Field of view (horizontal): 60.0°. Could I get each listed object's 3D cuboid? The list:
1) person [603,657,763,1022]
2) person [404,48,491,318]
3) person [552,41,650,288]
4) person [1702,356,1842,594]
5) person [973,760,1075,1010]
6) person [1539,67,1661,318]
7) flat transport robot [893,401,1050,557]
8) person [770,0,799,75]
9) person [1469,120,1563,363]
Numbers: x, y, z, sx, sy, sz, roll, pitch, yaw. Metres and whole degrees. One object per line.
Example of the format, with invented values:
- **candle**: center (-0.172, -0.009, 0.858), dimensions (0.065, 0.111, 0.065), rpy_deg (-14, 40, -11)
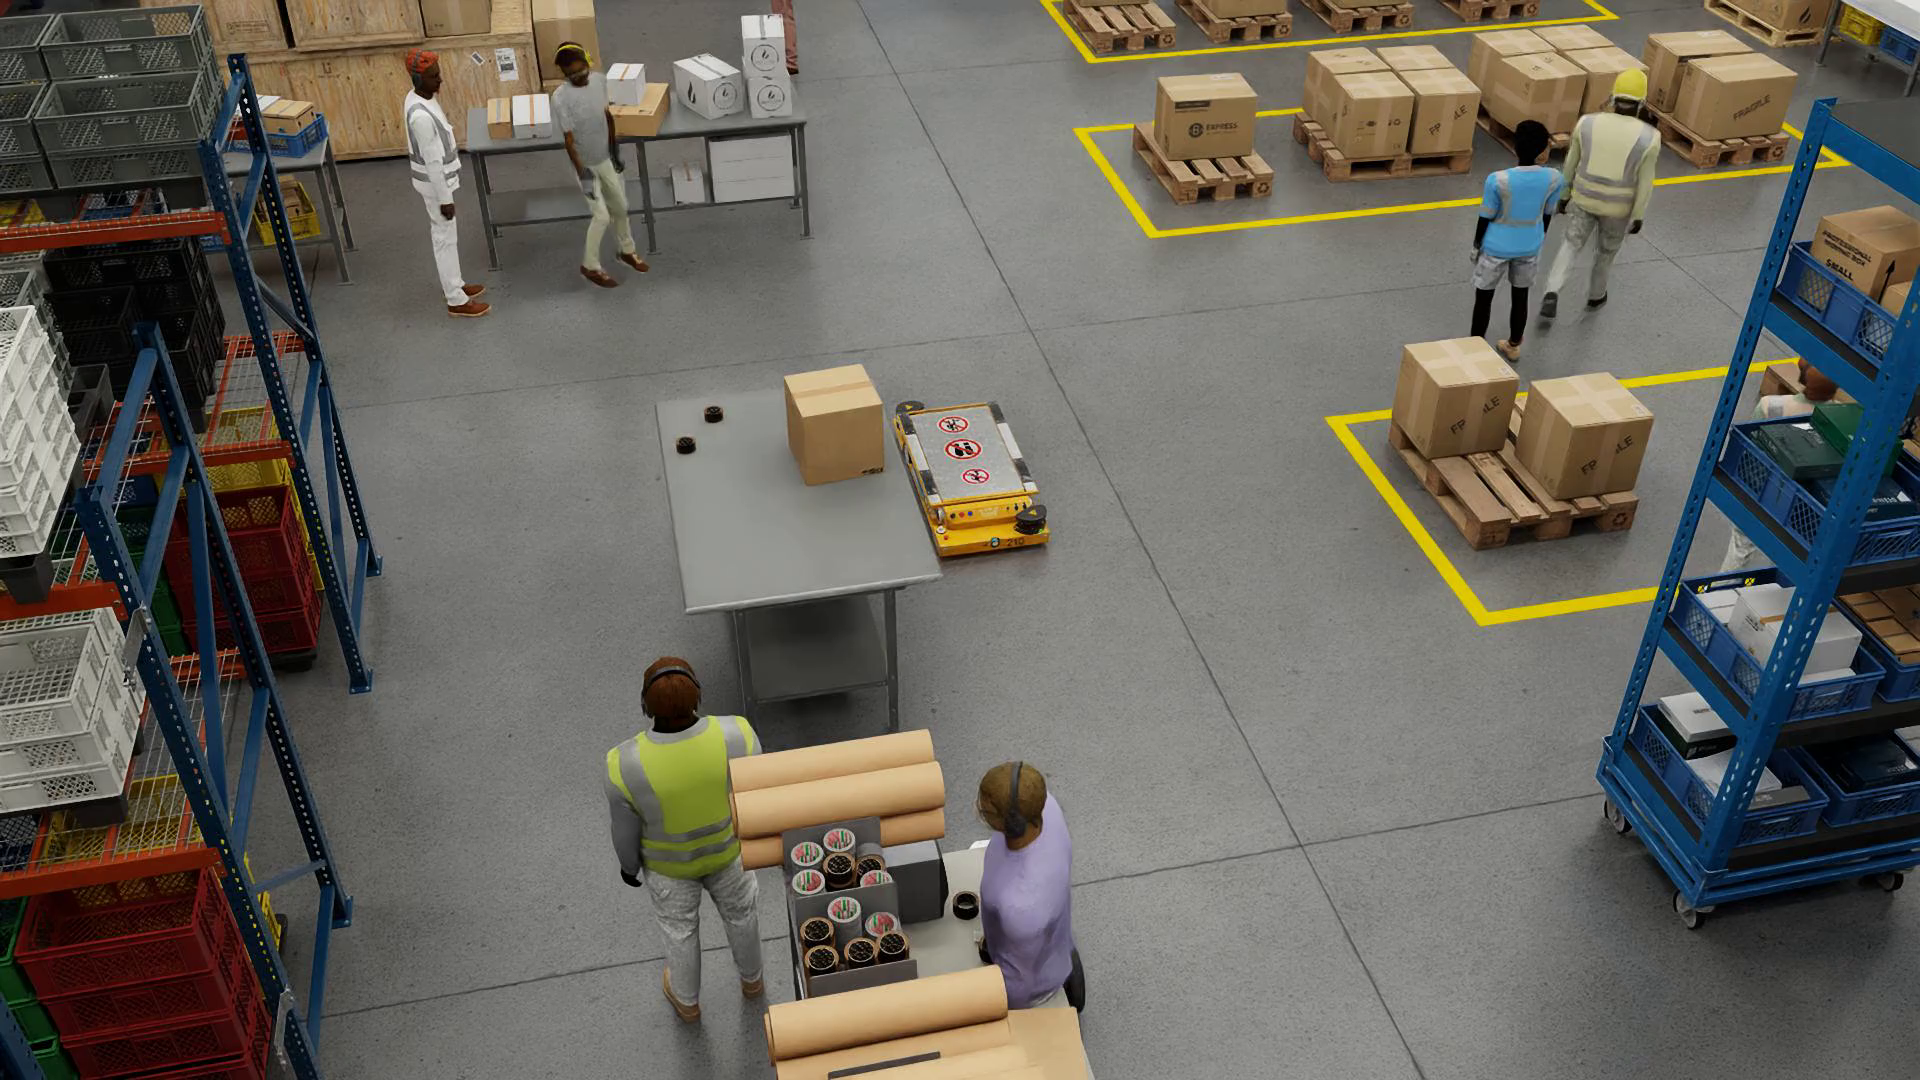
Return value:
- **person**: center (-1.065, 1.197, 6.615), dimensions (0.621, 1.845, 0.429), rpy_deg (-14, 39, -18)
- **person**: center (-3.587, -2.457, 11.492), dimensions (0.362, 1.883, 0.575), rpy_deg (-10, 38, -13)
- **person**: center (-2.593, -2.687, 11.842), dimensions (0.359, 1.844, 0.598), rpy_deg (21, 41, 25)
- **person**: center (4.324, -0.277, 8.758), dimensions (0.522, 1.645, 0.306), rpy_deg (7, 37, 10)
- **person**: center (0.228, 1.540, 6.089), dimensions (0.372, 1.930, 0.625), rpy_deg (4, 37, 5)
- **person**: center (4.405, -2.340, 11.395), dimensions (0.610, 1.812, 0.737), rpy_deg (23, 43, 28)
- **flat transport robot**: center (0.046, -0.430, 10.108), dimensions (0.652, 0.197, 1.431), rpy_deg (-8, 37, -10)
- **person**: center (-1.687, -5.218, 15.196), dimensions (0.401, 1.900, 0.648), rpy_deg (-6, 37, -8)
- **person**: center (3.620, -1.939, 10.957), dimensions (0.536, 1.692, 0.319), rpy_deg (-5, 37, -6)
